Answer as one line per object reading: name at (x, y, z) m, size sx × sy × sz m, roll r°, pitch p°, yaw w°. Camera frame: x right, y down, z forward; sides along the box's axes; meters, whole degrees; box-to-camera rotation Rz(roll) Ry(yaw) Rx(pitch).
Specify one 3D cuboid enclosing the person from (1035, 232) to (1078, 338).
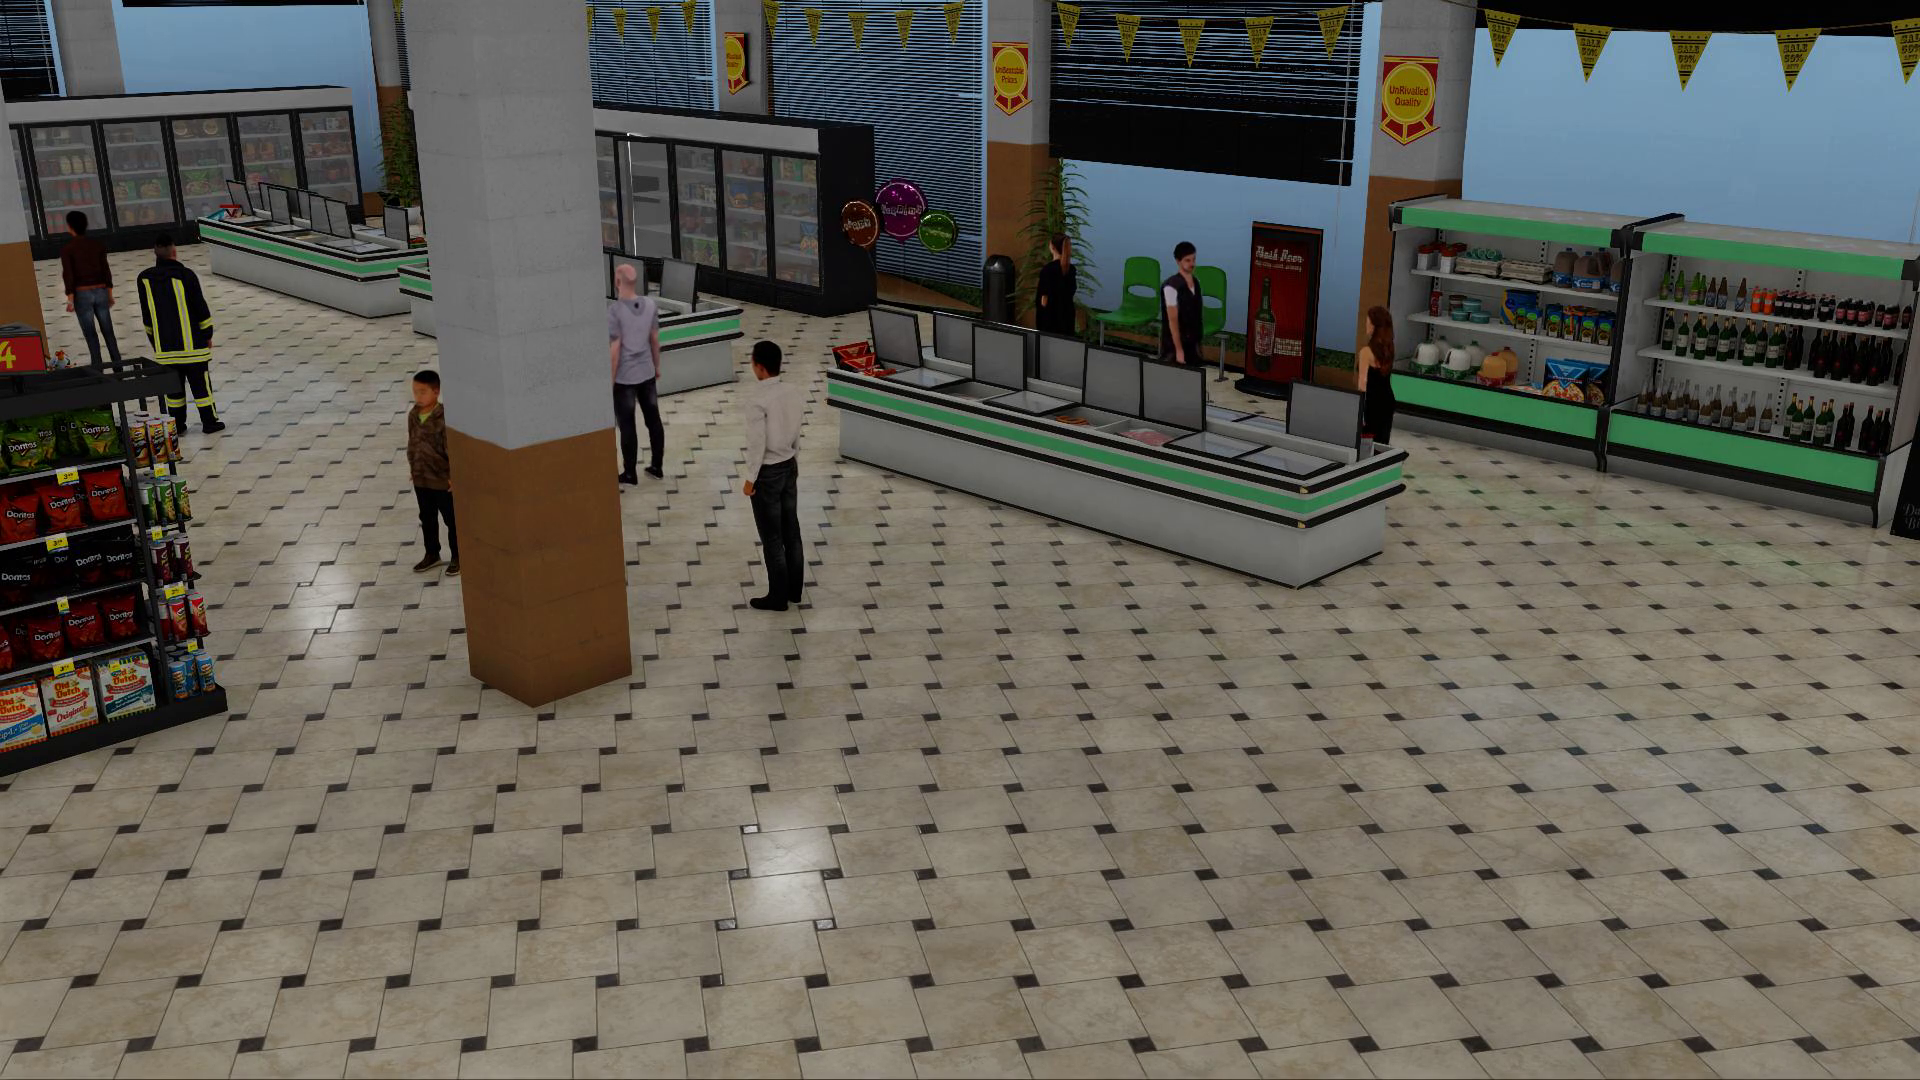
person at (0.963, -2.193, 16.412) m, size 0.655 × 1.683 × 0.587 m, roll -14°, pitch 23°, yaw -36°

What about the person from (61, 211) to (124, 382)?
person at (-8.960, -2.495, 17.160) m, size 0.559 × 1.778 × 0.683 m, roll 13°, pitch 23°, yaw 34°

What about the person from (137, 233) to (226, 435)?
person at (-7.158, -1.892, 15.242) m, size 0.876 × 1.860 × 0.925 m, roll -1°, pitch 19°, yaw -3°

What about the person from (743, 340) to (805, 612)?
person at (-1.218, -0.423, 10.968) m, size 0.622 × 1.808 × 0.700 m, roll 12°, pitch 22°, yaw 32°

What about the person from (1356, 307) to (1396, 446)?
person at (3.295, -0.996, 12.974) m, size 0.624 × 1.611 × 0.630 m, roll -12°, pitch 22°, yaw -32°

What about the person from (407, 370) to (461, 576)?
person at (-3.690, -0.483, 11.701) m, size 0.636 × 1.454 × 0.726 m, roll 6°, pitch 20°, yaw 18°

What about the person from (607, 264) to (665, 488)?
person at (-2.700, -1.369, 13.726) m, size 0.559 × 1.838 × 0.653 m, roll 17°, pitch 25°, yaw 42°
